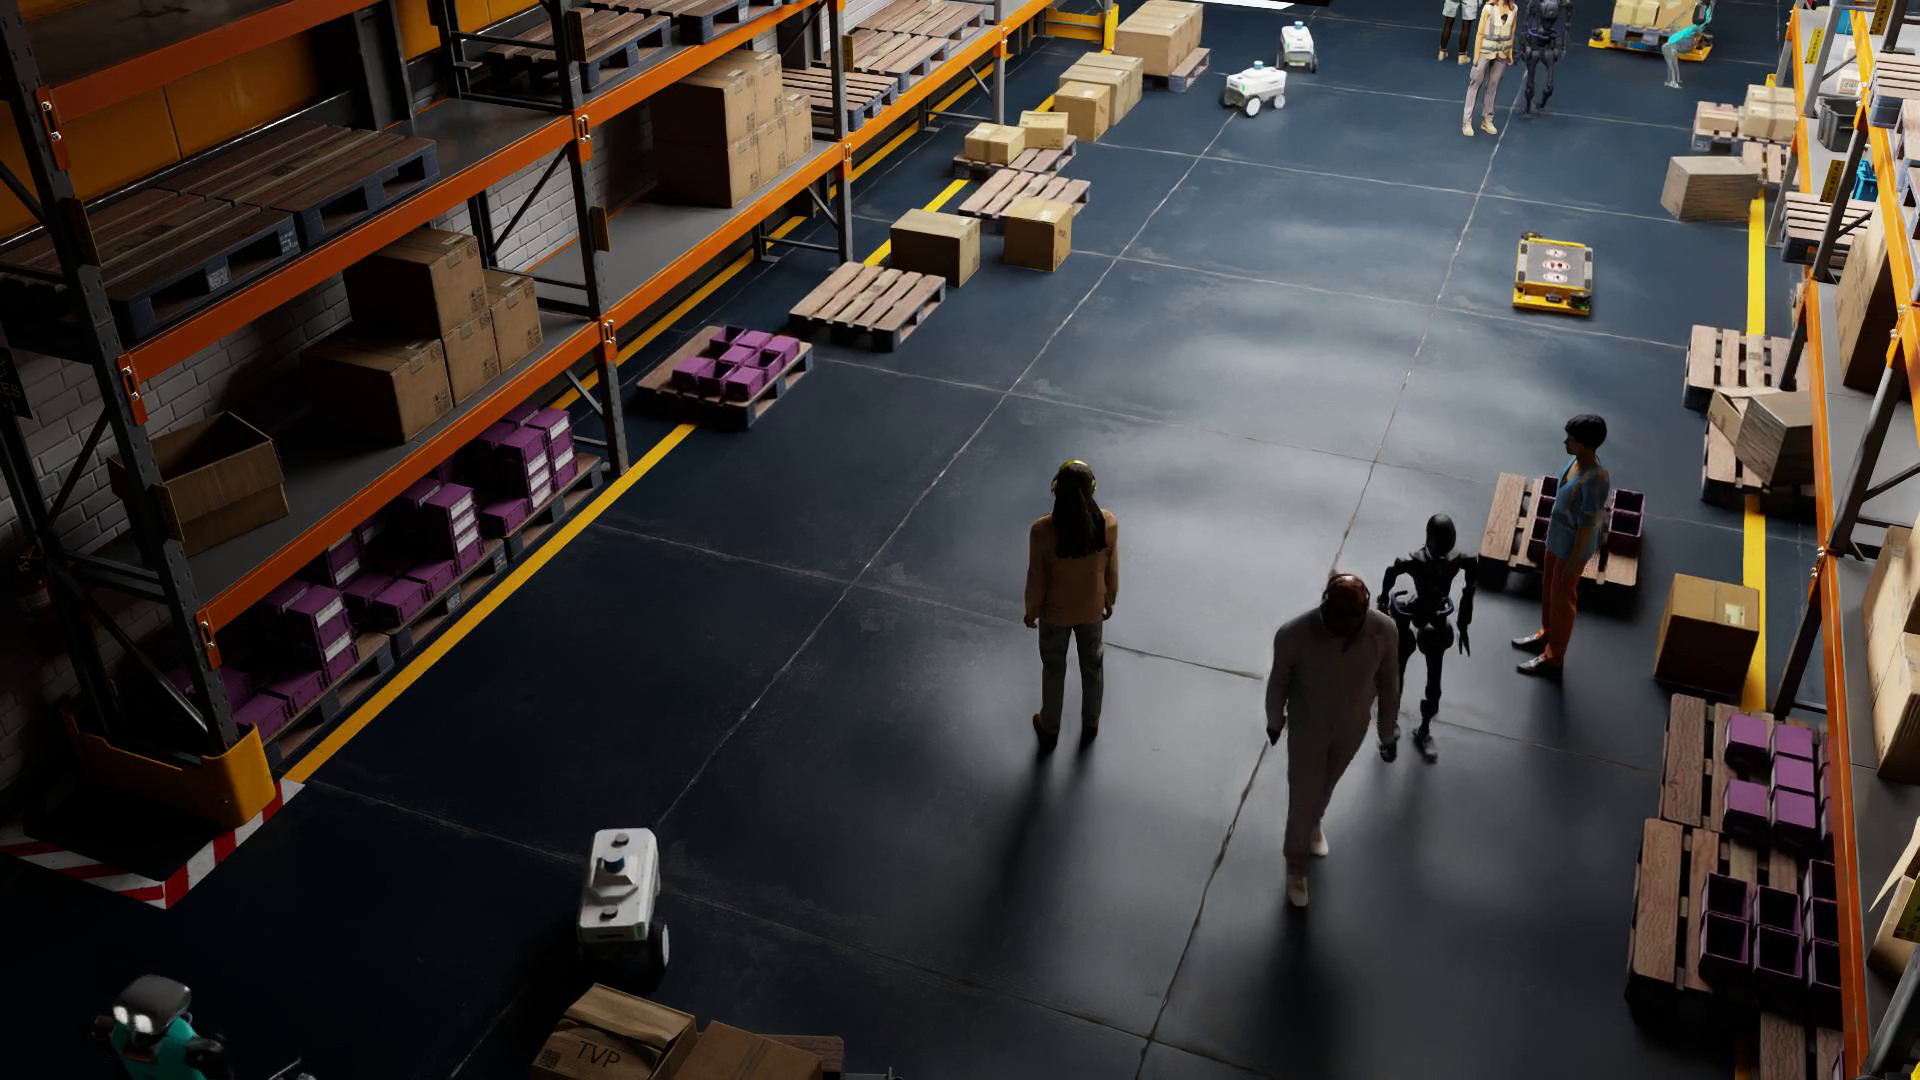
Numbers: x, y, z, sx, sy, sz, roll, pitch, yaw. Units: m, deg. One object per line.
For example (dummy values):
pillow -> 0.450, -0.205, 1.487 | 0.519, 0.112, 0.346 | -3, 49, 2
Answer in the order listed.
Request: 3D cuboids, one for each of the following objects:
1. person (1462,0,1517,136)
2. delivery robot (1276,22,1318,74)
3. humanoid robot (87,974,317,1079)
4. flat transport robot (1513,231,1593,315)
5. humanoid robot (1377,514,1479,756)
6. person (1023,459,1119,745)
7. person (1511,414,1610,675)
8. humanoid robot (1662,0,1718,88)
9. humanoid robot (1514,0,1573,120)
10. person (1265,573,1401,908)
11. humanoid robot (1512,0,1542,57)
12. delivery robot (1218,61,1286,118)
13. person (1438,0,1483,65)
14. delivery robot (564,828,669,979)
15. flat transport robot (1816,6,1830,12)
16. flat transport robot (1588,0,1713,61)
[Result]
person -> 5.952, -5.413, 18.577 | 0.469, 1.778, 0.312 | -6, 33, -10
delivery robot -> 4.236, -6.198, 20.934 | 0.499, 0.610, 0.814 | 2, 33, 3
humanoid robot -> -2.937, 2.205, 6.872 | 0.568, 1.762, 1.007 | 7, 34, 11
flat transport robot -> 5.504, -2.478, 15.427 | 0.659, 0.231, 1.431 | 10, 34, 15
humanoid robot -> 2.642, 0.495, 9.536 | 0.615, 1.632, 0.466 | -3, 33, -4
person -> 0.640, 0.381, 9.524 | 0.555, 1.877, 0.405 | -7, 34, -11
person -> 3.708, 0.025, 10.182 | 0.332, 1.759, 0.497 | 2, 33, 3
humanoid robot -> 8.828, -6.349, 20.083 | 0.683, 1.805, 0.530 | 20, 38, 27
humanoid robot -> 6.667, -5.634, 19.016 | 0.601, 1.642, 0.333 | 2, 33, 2
person -> 1.936, 1.015, 8.547 | 0.645, 1.878, 0.823 | -5, 33, -8
humanoid robot -> 7.317, -6.968, 21.077 | 0.375, 1.651, 0.590 | 16, 36, 23
delivery robot -> 3.449, -5.302, 19.550 | 0.790, 0.613, 0.499 | -20, 38, -27
person -> 6.325, -6.840, 20.869 | 0.534, 1.693, 0.321 | 22, 39, 31
delivery robot -> -1.739, 1.829, 8.486 | 0.499, 0.582, 0.773 | -2, 33, -3
flat transport robot -> 11.525, -6.248, 21.262 | 0.659, 0.231, 1.431 | -7, 34, -11
flat transport robot -> 8.991, -6.493, 21.640 | 1.431, 0.231, 0.659 | 16, 36, 24
